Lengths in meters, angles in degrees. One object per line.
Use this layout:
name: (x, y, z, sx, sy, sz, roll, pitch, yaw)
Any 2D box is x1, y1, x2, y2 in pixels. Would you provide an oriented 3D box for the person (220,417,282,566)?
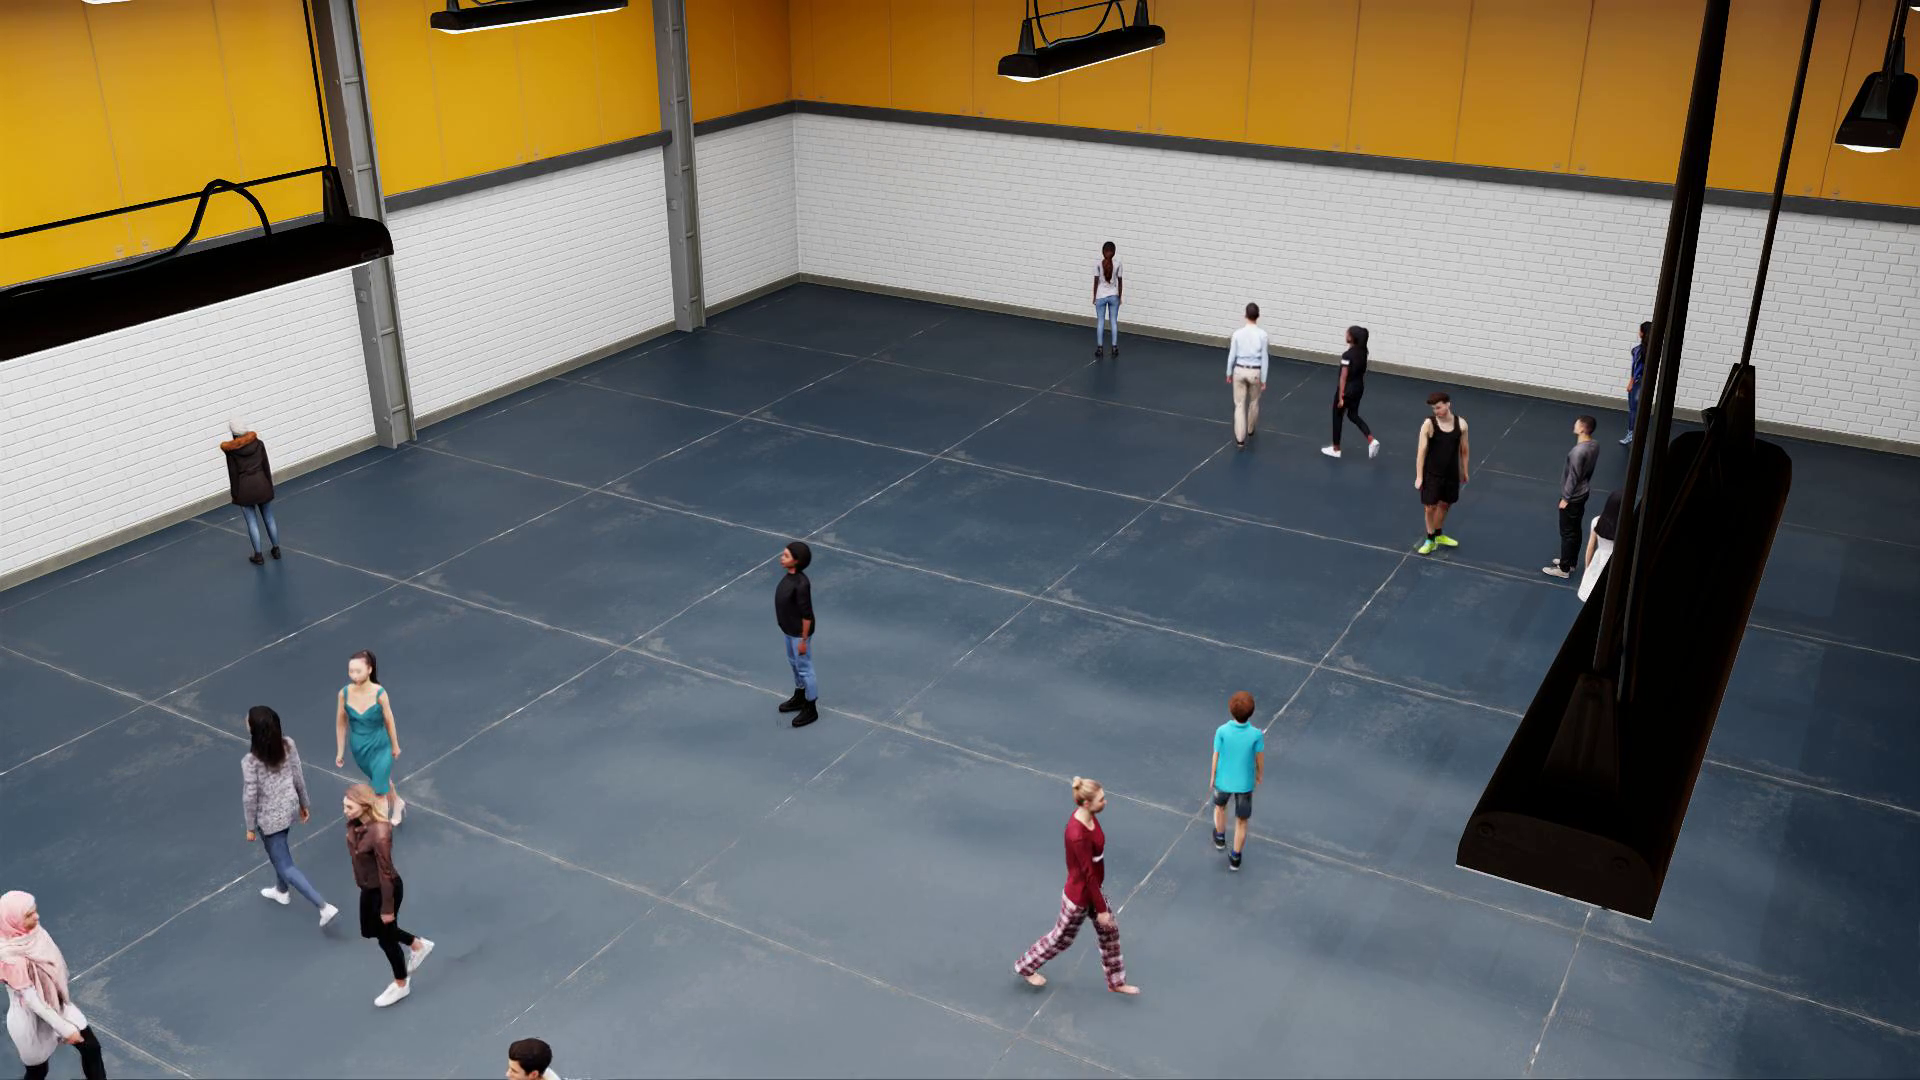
person: (-7.513, -0.538, 17.670, 0.637, 1.636, 0.758, -20, 31, -38)

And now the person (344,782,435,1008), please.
person: (-3.789, 2.310, 11.087, 0.812, 1.691, 0.734, -20, 30, -38)

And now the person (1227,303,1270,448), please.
person: (3.598, -2.036, 20.866, 0.889, 1.821, 1.129, 4, 24, 10)

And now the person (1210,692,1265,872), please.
person: (2.070, 1.831, 12.504, 0.673, 1.434, 0.802, 4, 24, 9)

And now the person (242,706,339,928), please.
person: (-4.802, 1.987, 11.811, 0.725, 1.703, 1.060, 11, 26, 24)

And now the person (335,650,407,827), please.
person: (-4.494, 1.594, 12.794, 0.819, 1.636, 1.098, 3, 24, 7)

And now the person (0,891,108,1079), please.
person: (-5.513, 2.837, 9.776, 0.975, 1.775, 0.954, -4, 24, -8)

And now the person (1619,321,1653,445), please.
person: (8.598, -1.992, 21.020, 0.629, 1.618, 0.754, -16, 28, -32)

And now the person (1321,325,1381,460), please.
person: (4.862, -1.784, 20.425, 1.026, 1.713, 0.908, -18, 29, -35)

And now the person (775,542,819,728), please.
person: (-1.409, 0.795, 14.538, 0.698, 1.702, 0.663, -11, 26, -23)

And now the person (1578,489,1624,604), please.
person: (5.999, 0.363, 15.437, 0.669, 1.774, 0.658, 16, 28, 33)

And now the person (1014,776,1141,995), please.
person: (0.734, 2.341, 11.059, 0.857, 1.656, 1.088, 6, 24, 14)

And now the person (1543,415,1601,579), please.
person: (6.418, -0.466, 17.349, 0.723, 1.761, 0.554, 20, 31, 39)

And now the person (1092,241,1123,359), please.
person: (2.163, -3.543, 24.441, 0.663, 1.719, 0.675, -1, 24, -1)

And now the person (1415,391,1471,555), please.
person: (5.180, -0.732, 17.845, 0.893, 1.851, 0.898, -6, 24, -14)

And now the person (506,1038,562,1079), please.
person: (-2.022, 3.331, 8.696, 1.212, 1.736, 1.002, -14, 27, -29)
